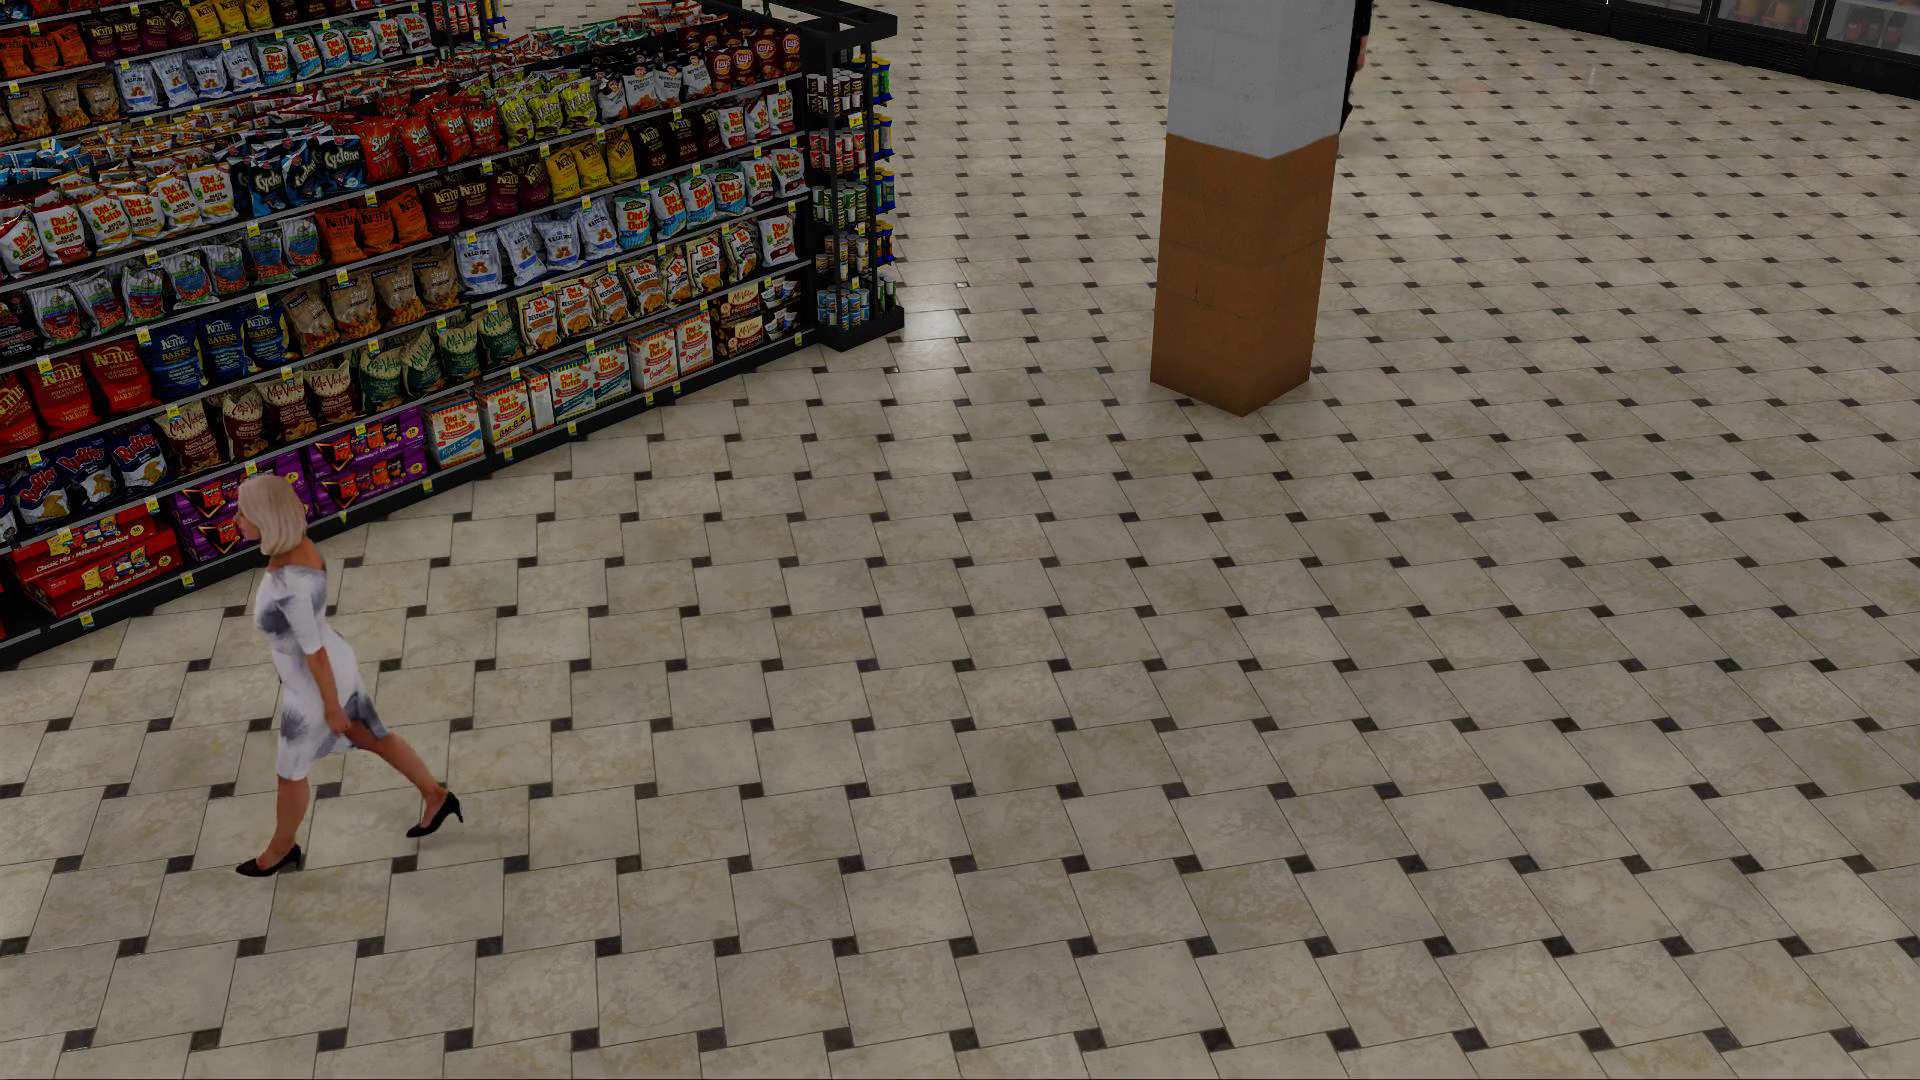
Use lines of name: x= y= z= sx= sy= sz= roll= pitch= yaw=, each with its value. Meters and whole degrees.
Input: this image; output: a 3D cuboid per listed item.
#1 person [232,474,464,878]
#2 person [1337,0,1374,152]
person: x=-2.283 y=0.519 z=6.172 sx=1.151 sy=1.706 sz=0.917 roll=-9 pitch=33 yaw=-15
person: x=3.131 y=-3.984 z=13.413 sx=0.638 sy=1.701 sz=0.857 roll=24 pitch=39 yaw=33
